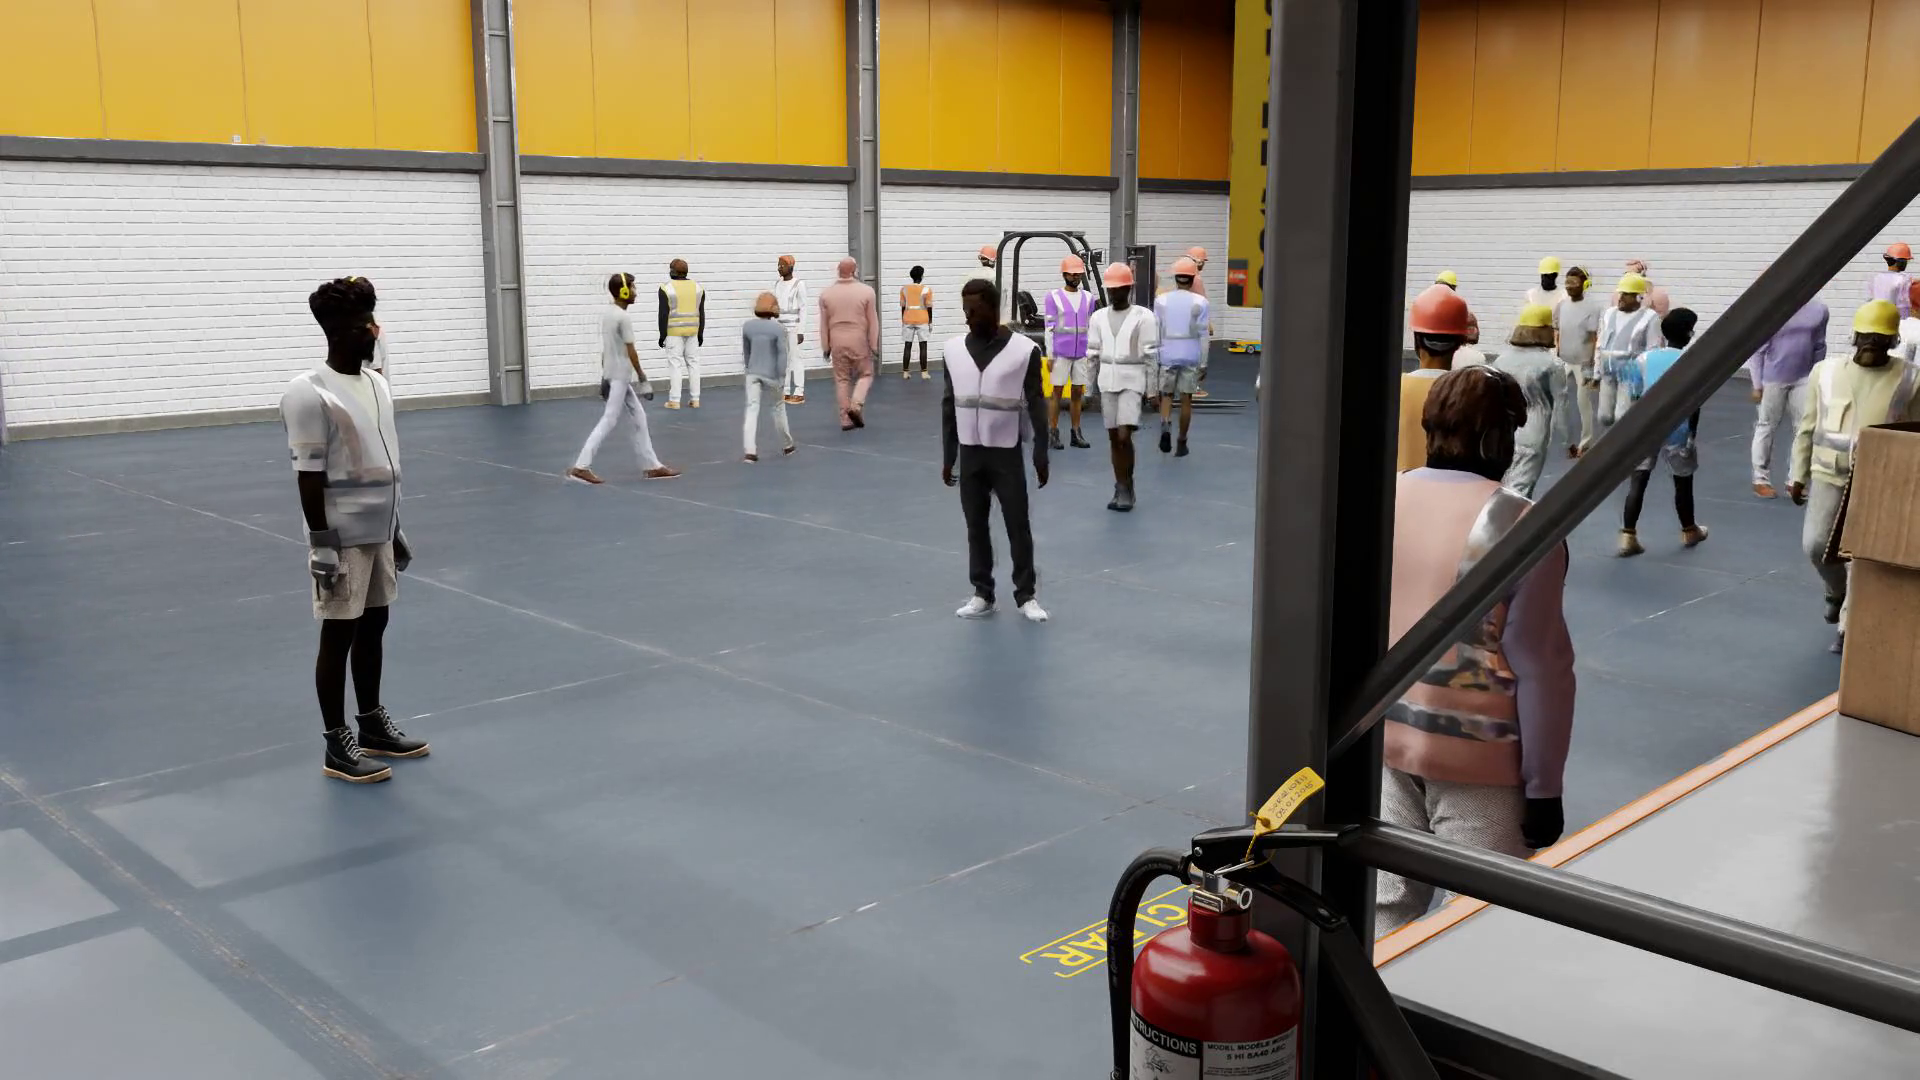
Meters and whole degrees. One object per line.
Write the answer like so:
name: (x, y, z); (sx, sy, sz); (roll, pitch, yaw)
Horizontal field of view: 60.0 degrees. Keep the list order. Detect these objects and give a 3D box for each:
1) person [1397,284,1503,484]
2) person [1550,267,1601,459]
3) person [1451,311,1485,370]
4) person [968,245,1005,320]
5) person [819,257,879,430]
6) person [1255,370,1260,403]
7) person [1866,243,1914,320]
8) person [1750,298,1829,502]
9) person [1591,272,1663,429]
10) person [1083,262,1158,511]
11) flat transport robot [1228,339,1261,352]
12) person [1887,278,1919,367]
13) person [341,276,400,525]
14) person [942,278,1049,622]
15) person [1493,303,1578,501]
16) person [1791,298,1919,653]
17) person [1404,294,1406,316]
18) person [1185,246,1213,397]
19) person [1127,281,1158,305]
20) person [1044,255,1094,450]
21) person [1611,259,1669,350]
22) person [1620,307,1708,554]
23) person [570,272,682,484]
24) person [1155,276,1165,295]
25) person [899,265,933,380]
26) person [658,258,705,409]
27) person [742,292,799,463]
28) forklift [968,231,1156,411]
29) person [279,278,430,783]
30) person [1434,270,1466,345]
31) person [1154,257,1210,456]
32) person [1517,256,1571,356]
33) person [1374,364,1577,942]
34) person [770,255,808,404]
person: (1.848, -0.024, 6.548); (0.551, 1.940, 0.349); (6, 12, 28)
person: (5.745, -1.656, 15.751); (0.918, 1.824, 0.551); (-7, 13, -34)
person: (3.444, -0.816, 11.744); (0.544, 1.613, 0.514); (-5, 11, -25)
person: (0.377, -3.055, 22.927); (0.617, 1.993, 0.396); (8, 13, 39)
person: (-1.197, -2.134, 18.164); (0.667, 1.895, 0.427); (2, 11, 13)
person: (3.057, -1.750, 15.769); (0.495, 2.015, 0.606); (-6, 12, -28)
person: (10.976, -2.472, 19.643); (0.415, 2.046, 0.616); (-3, 11, -15)
person: (6.640, -1.249, 13.297); (0.656, 1.910, 0.738); (-1, 10, -3)
person: (5.961, -1.477, 14.816); (0.641, 1.815, 0.608); (-6, 12, -30)
person: (1.209, -1.167, 12.832); (0.581, 1.918, 0.539); (7, 12, 32)
flat transport robot: (5.636, -3.521, 30.172); (1.431, 0.197, 0.652); (3, 11, 18)
person: (6.626, -0.882, 11.518); (0.990, 1.827, 0.583); (-1, 10, -5)
person: (-3.933, -0.817, 11.083); (0.314, 1.864, 0.532); (-4, 11, -20)
person: (0.234, -0.488, 9.230); (0.712, 1.890, 0.393); (4, 11, 22)
person: (3.674, -0.651, 10.625); (0.878, 1.699, 0.504); (-7, 12, -33)
person: (4.655, -0.342, 8.606); (0.609, 1.816, 0.608); (8, 13, 38)
person: (4.676, -2.234, 18.636); (0.586, 1.927, 0.369); (-2, 11, -9)
person: (3.101, -2.891, 22.060); (0.410, 1.990, 0.634); (-2, 11, -10)
person: (2.557, -2.910, 23.225); (0.510, 1.577, 0.746); (-2, 11, -12)
person: (1.109, -1.873, 16.641); (0.542, 1.938, 0.358); (-4, 11, -23)
person: (7.057, -1.972, 17.354); (0.445, 1.884, 0.654); (-7, 13, -35)
person: (4.759, -0.731, 11.179); (0.868, 1.646, 0.541); (-9, 13, -39)
person: (-2.938, -1.390, 14.345); (0.990, 1.825, 0.524); (-5, 11, -24)
person: (2.831, -3.204, 24.840); (0.549, 1.581, 0.885); (-7, 12, -33)
person: (-0.645, -3.218, 24.658); (0.531, 1.691, 0.321); (4, 11, 19)
person: (-3.448, -2.542, 20.539); (0.633, 1.846, 0.429); (-8, 13, -37)
person: (-1.827, -1.549, 15.816); (0.516, 1.591, 0.859); (4, 11, 19)
forklift: (1.222, -2.721, 20.561); (2.313, 2.155, 1.214); (2, 11, 13)
person: (-2.387, -0.043, 6.578); (0.367, 1.967, 0.606); (2, 11, 11)
person: (5.090, -1.950, 17.529); (0.313, 1.768, 0.522); (-10, 14, -43)
person: (2.110, -1.745, 15.970); (0.571, 1.925, 0.497); (4, 11, 19)
person: (6.267, -2.085, 17.910); (0.573, 1.920, 0.607); (-9, 14, -41)
person: (1.174, 0.508, 3.927); (0.429, 1.841, 0.625); (-7, 13, -34)
person: (-2.182, -2.665, 21.107); (0.583, 1.882, 0.350); (9, 14, 41)
